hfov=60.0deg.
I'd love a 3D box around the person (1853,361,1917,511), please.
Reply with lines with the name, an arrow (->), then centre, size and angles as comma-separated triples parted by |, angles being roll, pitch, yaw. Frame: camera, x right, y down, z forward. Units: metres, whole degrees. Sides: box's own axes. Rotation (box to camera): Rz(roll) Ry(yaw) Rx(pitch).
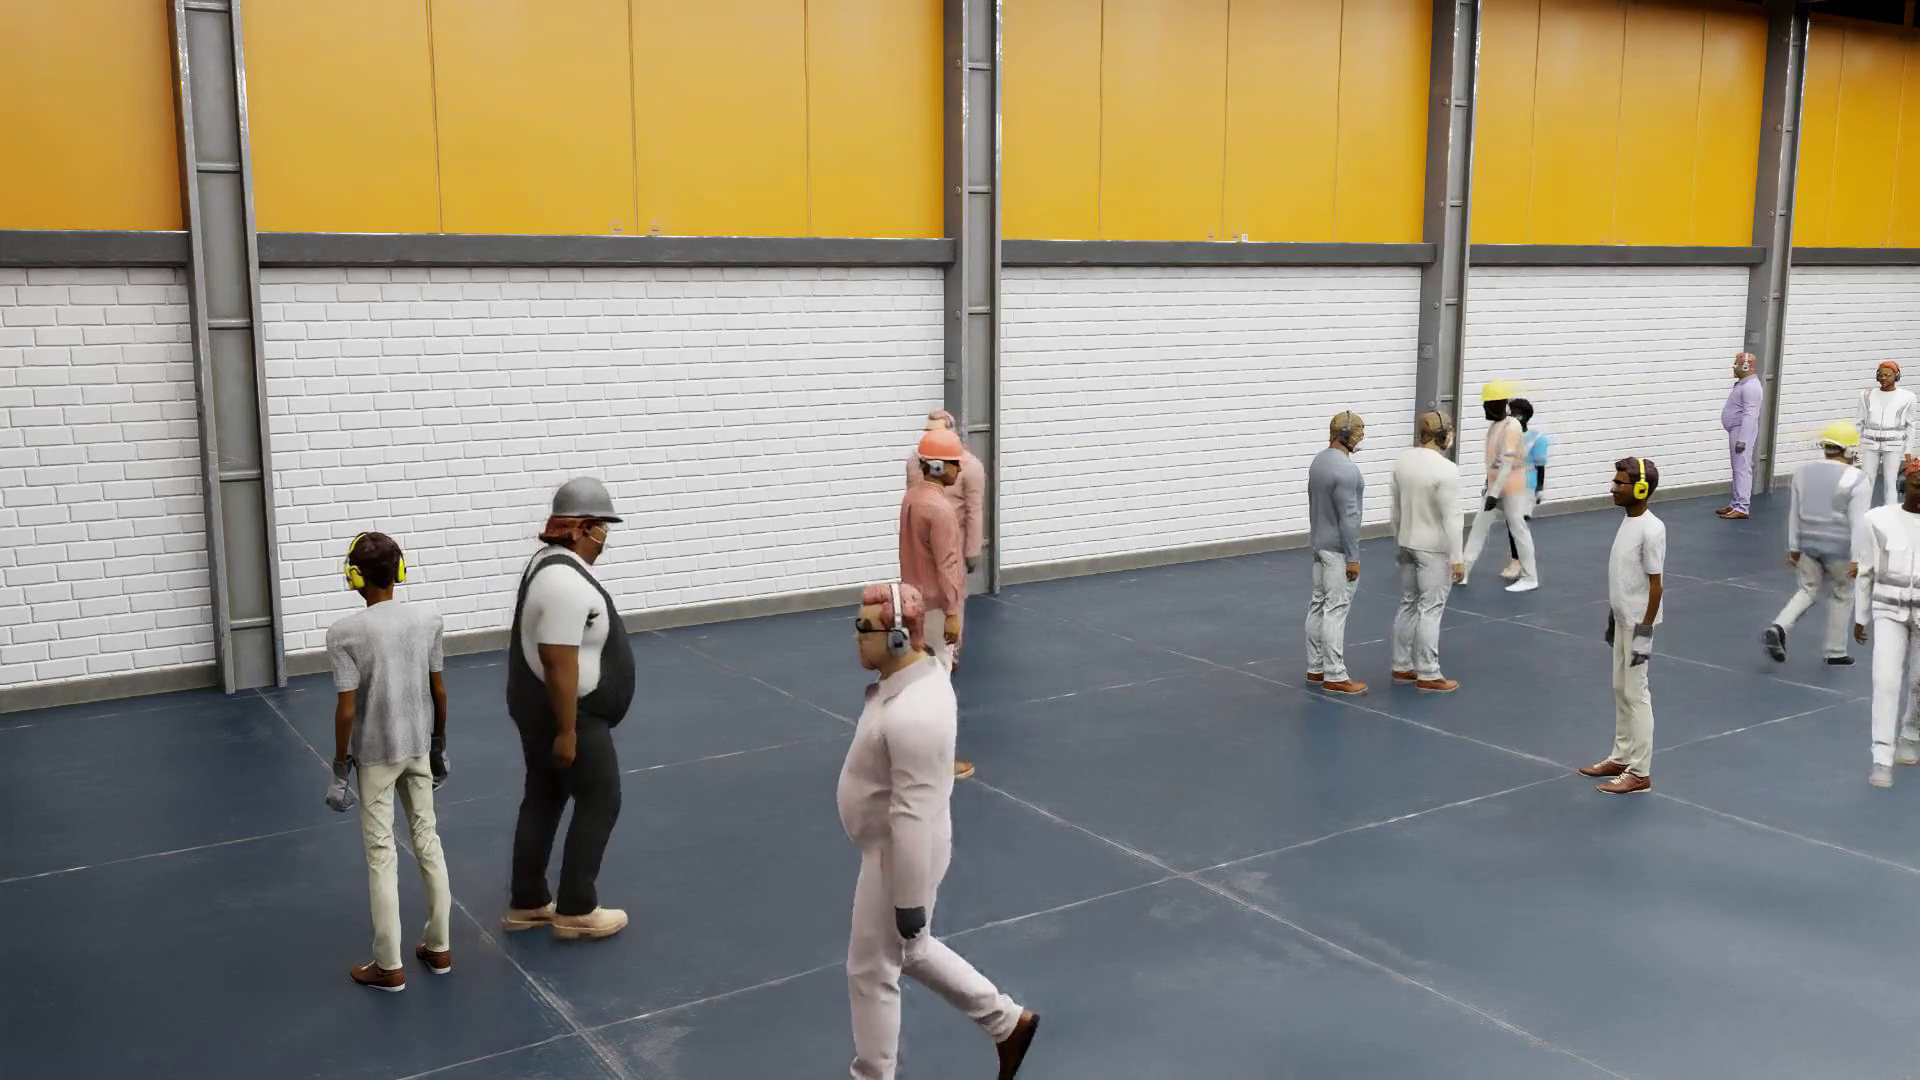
person -> 9.922, -0.982, 17.892 | 0.586, 1.882, 0.341 | 8, 12, 40

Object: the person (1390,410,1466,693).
person -> 3.198, 0.079, 11.355 | 0.387, 1.936, 0.654 | -3, 10, -20

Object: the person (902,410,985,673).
person -> -0.148, 0.029, 11.755 | 0.670, 1.894, 0.432 | 5, 11, 30

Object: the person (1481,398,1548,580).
person -> 5.100, -0.471, 15.440 | 0.626, 1.680, 0.544 | -6, 11, -33

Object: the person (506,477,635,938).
person -> -1.723, 0.708, 7.239 | 0.619, 2.000, 0.704 | -4, 10, -25

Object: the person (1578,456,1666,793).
person -> 3.694, 0.470, 9.188 | 0.333, 1.873, 0.520 | 1, 9, 5

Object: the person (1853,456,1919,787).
person -> 5.425, 0.438, 9.485 | 0.595, 1.867, 0.839 | 5, 11, 29

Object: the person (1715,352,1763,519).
person -> 8.961, -1.197, 19.122 | 0.408, 1.908, 0.644 | 3, 10, 19

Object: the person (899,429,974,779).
person -> -0.141, 0.358, 9.492 | 0.394, 1.990, 0.622 | -4, 10, -22

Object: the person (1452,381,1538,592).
person -> 4.734, -0.464, 14.776 | 0.978, 1.877, 0.592 | -1, 9, -4

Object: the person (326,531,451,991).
person -> -2.305, 0.886, 6.706 | 0.328, 1.865, 0.518 | 8, 13, 41

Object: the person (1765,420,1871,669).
person -> 6.177, 0.048, 11.923 | 0.686, 1.814, 0.601 | -4, 10, -25

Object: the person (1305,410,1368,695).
person -> 2.568, 0.082, 11.338 | 0.371, 1.934, 0.627 | -2, 10, -9

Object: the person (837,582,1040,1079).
person -> -0.132, 1.058, 5.611 | 0.733, 1.881, 0.652 | 0, 9, 1
